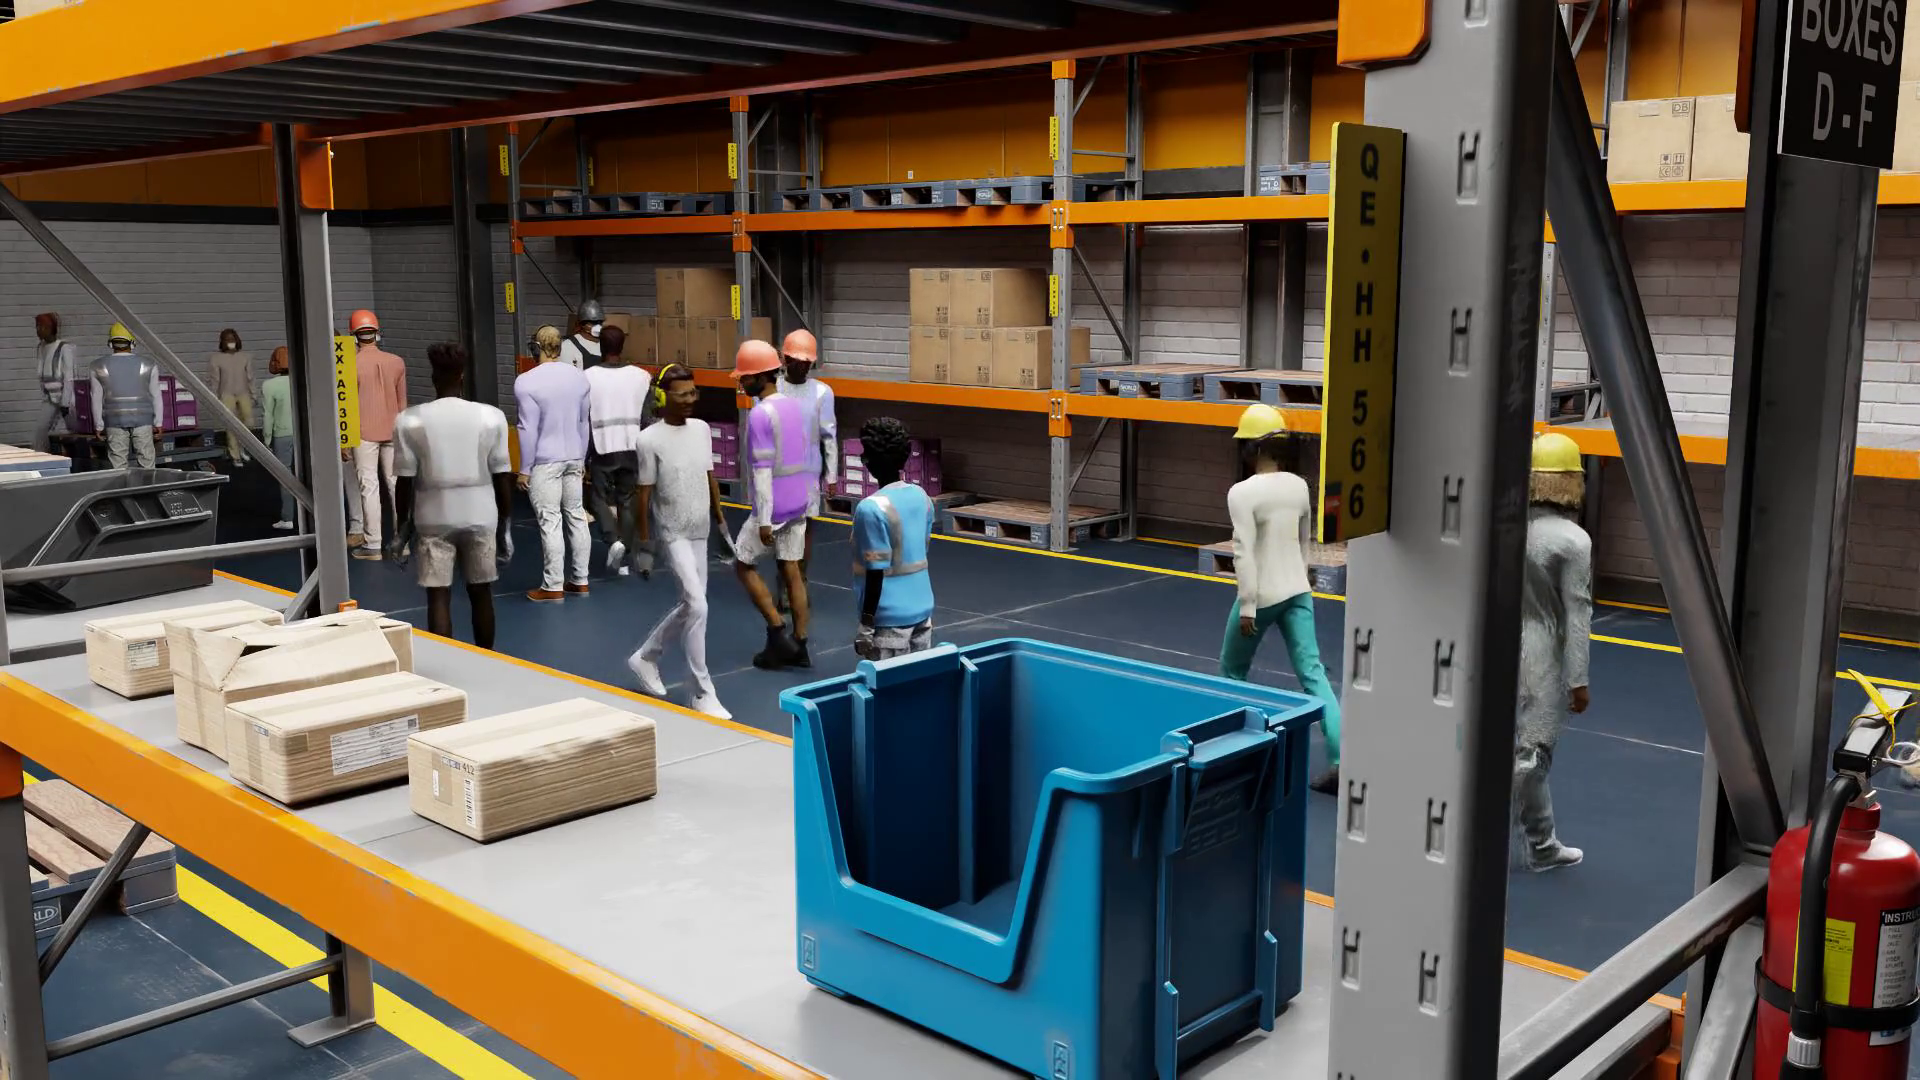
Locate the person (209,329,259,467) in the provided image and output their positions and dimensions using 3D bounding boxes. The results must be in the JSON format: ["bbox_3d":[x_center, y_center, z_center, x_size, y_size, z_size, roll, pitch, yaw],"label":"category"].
[{"bbox_3d":[-8.484,-1.659,19.448,0.530,1.619,0.369,-7,12,-38],"label":"person"}]

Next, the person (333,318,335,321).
[{"bbox_3d":[-7.340,-1.768,19.263,0.402,1.906,0.652,-7,12,-37],"label":"person"}]

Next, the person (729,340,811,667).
[{"bbox_3d":[-1.070,-0.192,9.584,0.450,1.910,0.578,5,10,27],"label":"person"}]

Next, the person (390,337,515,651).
[{"bbox_3d":[-2.709,-0.098,8.912,0.629,1.969,0.436,-4,10,-22],"label":"person"}]

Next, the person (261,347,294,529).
[{"bbox_3d":[-5.990,-0.912,14.883,0.288,1.626,0.497,8,12,40],"label":"person"}]

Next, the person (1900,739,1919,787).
[{"bbox_3d":[4.470,0.212,6.900,0.628,1.990,1.062,-4,10,-24],"label":"person"}]

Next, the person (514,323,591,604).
[{"bbox_3d":[-2.824,-0.525,11.541,0.379,1.940,0.629,6,11,34],"label":"person"}]

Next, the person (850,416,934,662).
[{"bbox_3d":[-0.289,0.323,7.074,0.320,1.698,0.538,4,10,25],"label":"person"}]

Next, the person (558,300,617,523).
[{"bbox_3d":[-3.339,-1.186,15.282,0.538,2.000,0.681,7,11,35],"label":"person"}]

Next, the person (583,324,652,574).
[{"bbox_3d":[-2.579,-0.660,12.483,0.597,1.903,0.554,-4,10,-26],"label":"person"}]

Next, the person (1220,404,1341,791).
[{"bbox_3d":[1.438,0.252,7.472,0.533,1.715,0.939,-7,11,-35],"label":"person"}]

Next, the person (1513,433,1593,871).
[{"bbox_3d":[2.075,0.456,6.195,0.777,1.711,0.499,-4,10,-21],"label":"person"}]

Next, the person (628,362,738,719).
[{"bbox_3d":[-1.482,-0.018,8.756,0.834,1.845,0.531,6,11,34],"label":"person"}]

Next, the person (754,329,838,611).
[{"bbox_3d":[-1.094,-0.458,11.191,0.569,1.912,0.604,-2,9,-12],"label":"person"}]

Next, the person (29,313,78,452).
[{"bbox_3d":[-9.749,-1.494,17.803,0.602,1.831,0.973,5,11,29],"label":"person"}]

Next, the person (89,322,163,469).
[{"bbox_3d":[-7.687,-1.097,15.371,0.600,1.831,0.404,-5,11,-28],"label":"person"}]

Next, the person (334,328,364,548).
[{"bbox_3d":[-5.213,-0.853,13.862,0.625,1.840,0.430,5,10,27],"label":"person"}]

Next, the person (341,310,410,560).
[{"bbox_3d":[-4.688,-0.835,13.279,0.391,1.991,0.612,7,12,37],"label":"person"}]
